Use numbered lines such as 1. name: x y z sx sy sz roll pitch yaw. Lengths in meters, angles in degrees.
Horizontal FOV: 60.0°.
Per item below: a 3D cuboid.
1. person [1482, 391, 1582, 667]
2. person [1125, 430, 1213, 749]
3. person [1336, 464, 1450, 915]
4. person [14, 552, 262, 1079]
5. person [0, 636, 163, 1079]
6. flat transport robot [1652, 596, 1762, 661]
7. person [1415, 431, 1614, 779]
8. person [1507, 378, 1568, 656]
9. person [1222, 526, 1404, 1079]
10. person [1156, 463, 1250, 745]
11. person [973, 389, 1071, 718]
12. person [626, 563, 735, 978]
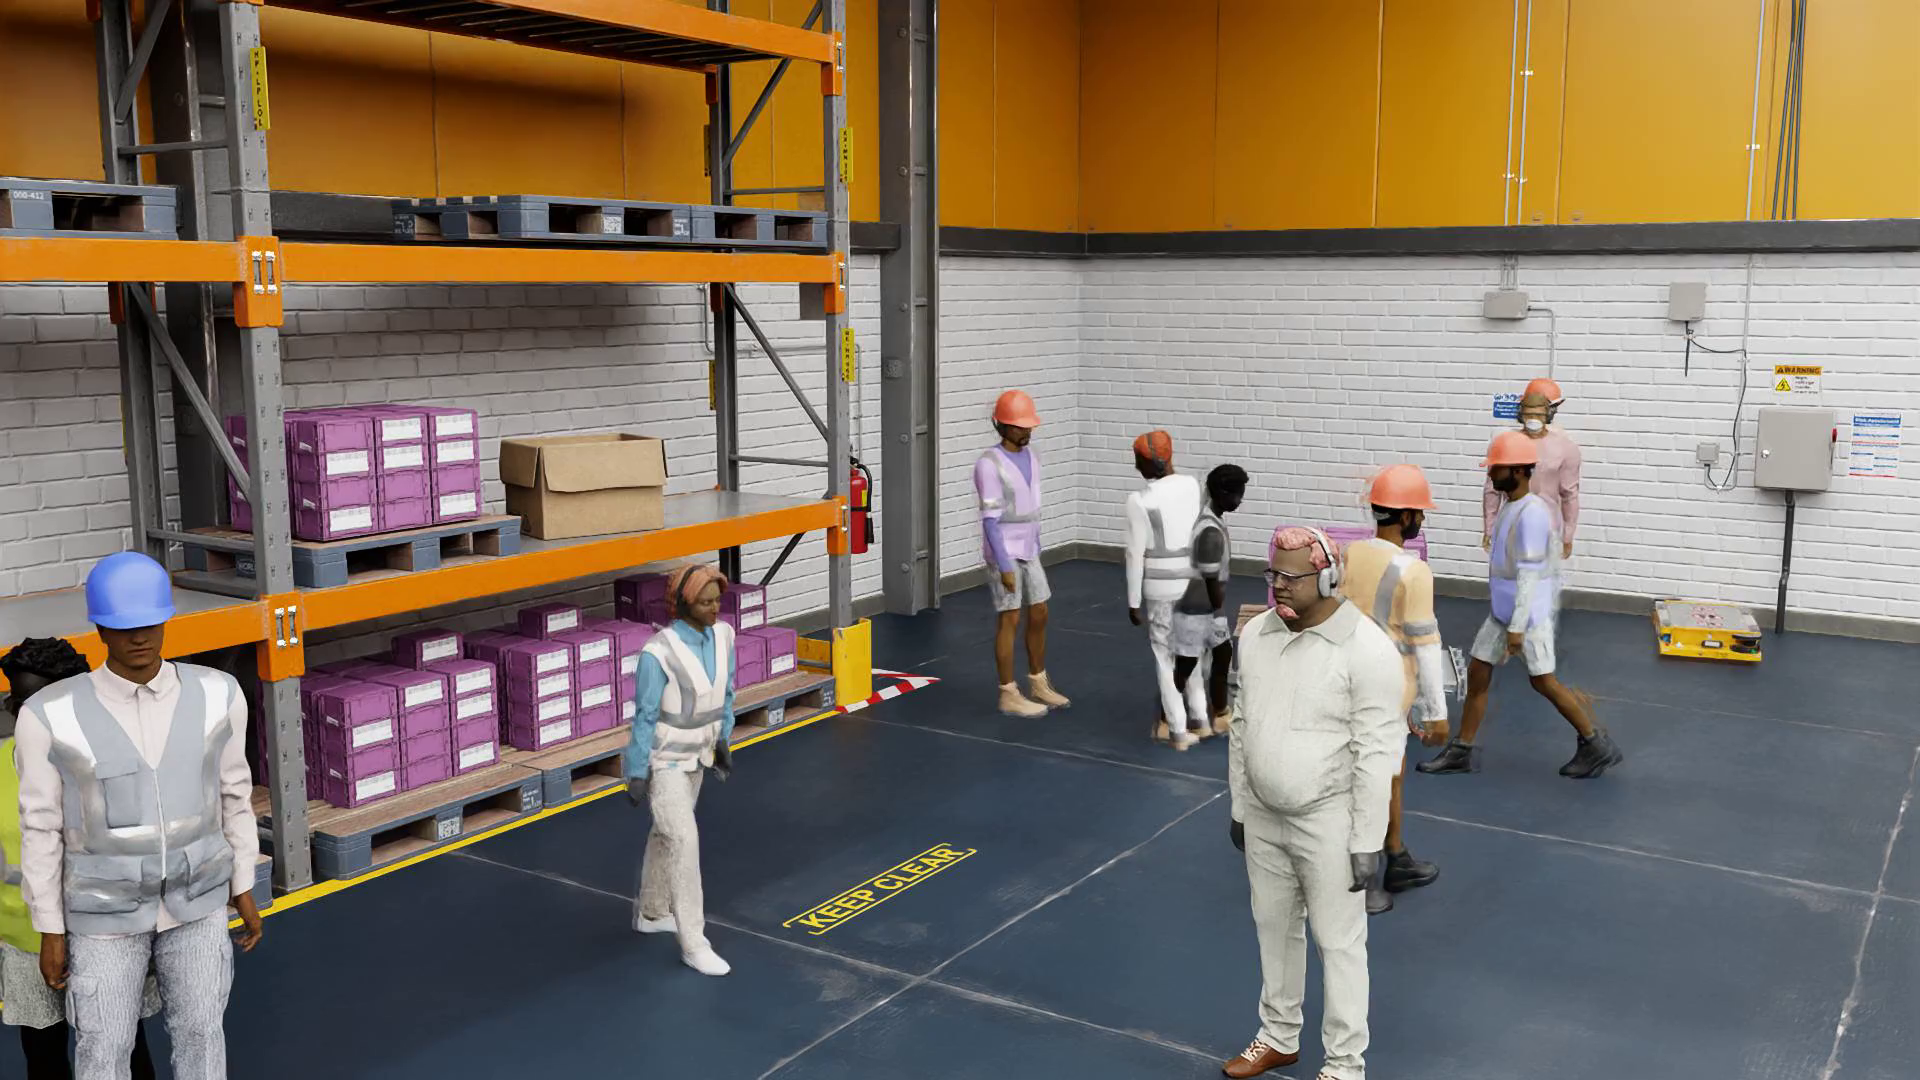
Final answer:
1. person: 3.932 -0.061 11.486 0.632 1.932 0.366 5 10 29
2. person: 1.178 0.282 9.544 0.641 1.846 0.502 -4 9 -23
3. person: 1.884 0.631 7.034 0.794 1.906 0.565 -4 9 -22
4. person: -2.229 0.992 4.570 0.601 1.948 0.386 -8 12 -41
5. person: -2.500 1.100 4.677 0.541 1.695 0.316 0 9 -2
6. flat transport robot: 5.489 0.642 12.270 0.652 0.197 1.431 3 9 20
7. person: 3.043 0.362 8.907 1.015 1.890 0.570 0 9 0
8. person: 4.141 -0.161 11.906 0.379 1.996 0.608 5 10 31
9. person: 1.102 0.895 5.385 0.401 1.900 0.636 -7 11 -39
10. person: 1.436 0.382 9.470 0.698 1.653 0.563 2 9 11
11. person: 0.366 0.085 10.213 0.453 2.031 0.634 7 11 37
12. person: -1.108 0.869 6.526 0.613 1.594 0.523 4 10 26
